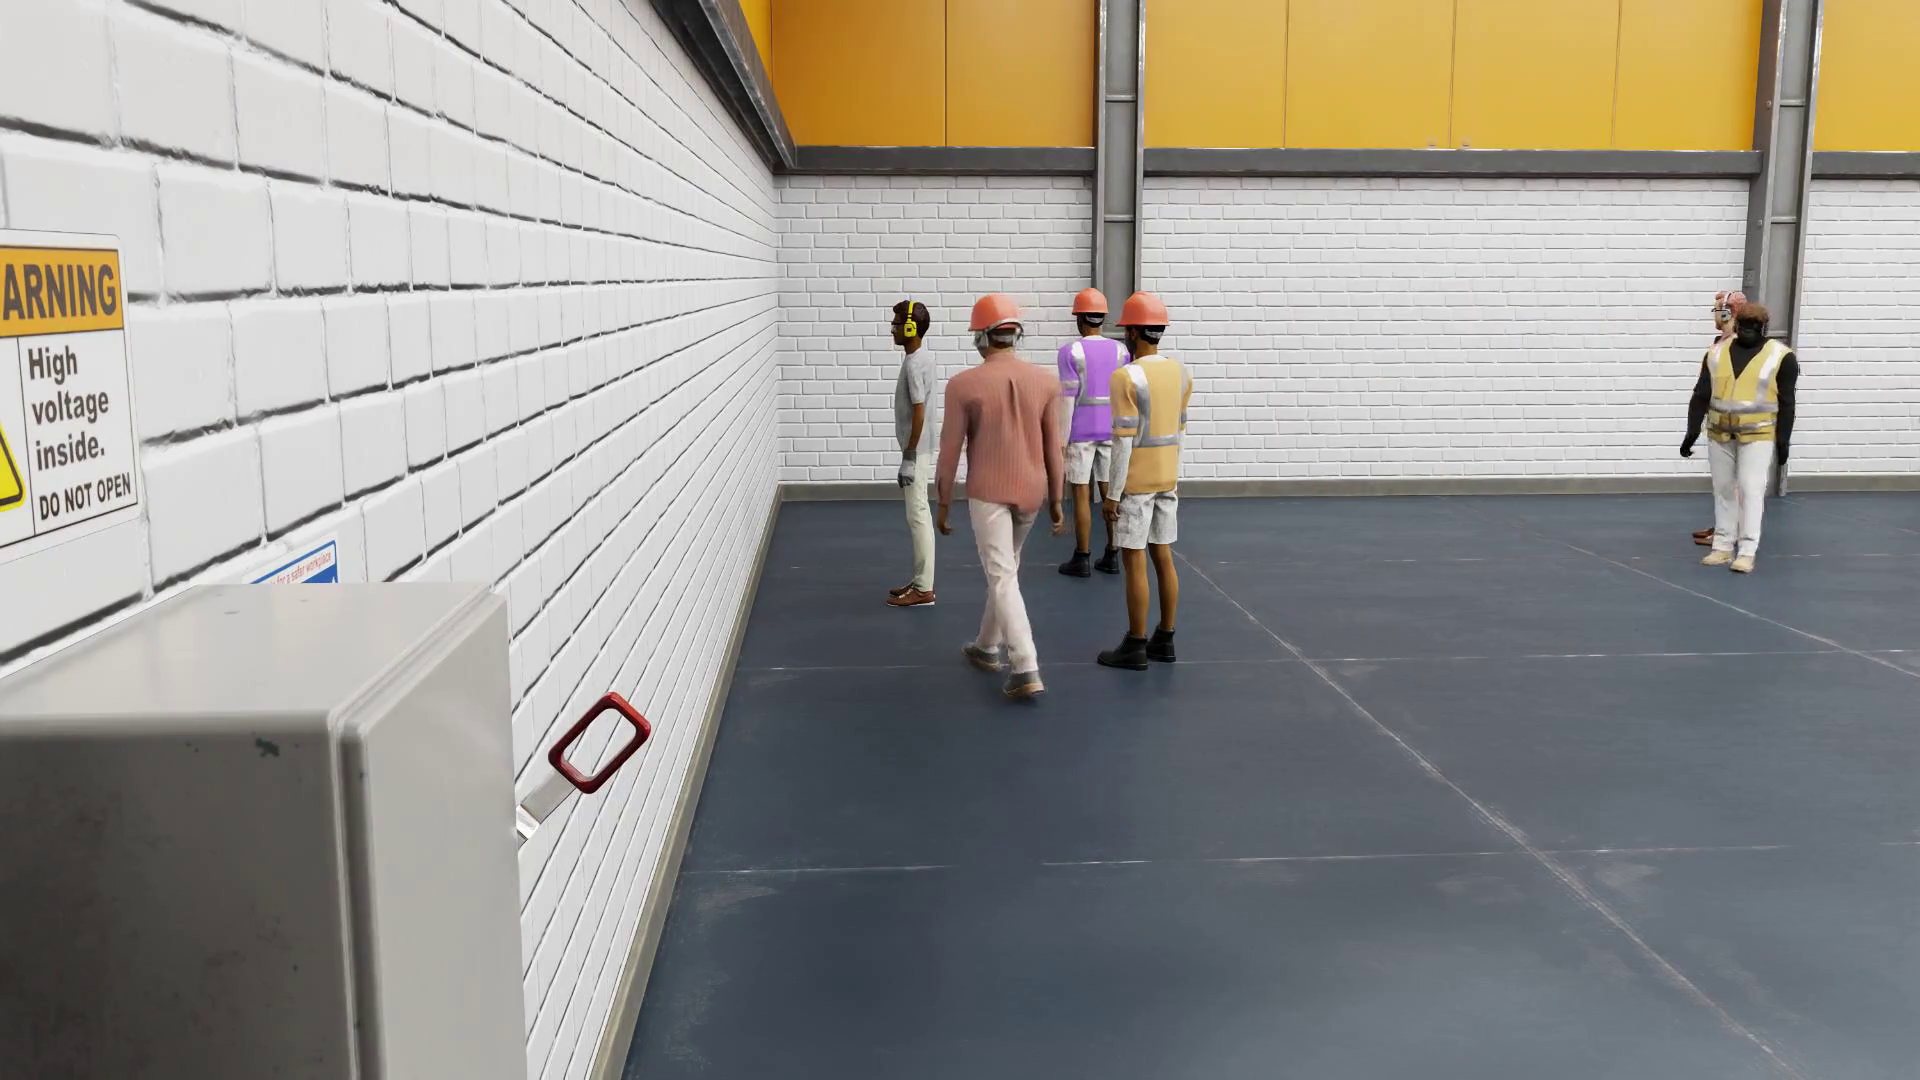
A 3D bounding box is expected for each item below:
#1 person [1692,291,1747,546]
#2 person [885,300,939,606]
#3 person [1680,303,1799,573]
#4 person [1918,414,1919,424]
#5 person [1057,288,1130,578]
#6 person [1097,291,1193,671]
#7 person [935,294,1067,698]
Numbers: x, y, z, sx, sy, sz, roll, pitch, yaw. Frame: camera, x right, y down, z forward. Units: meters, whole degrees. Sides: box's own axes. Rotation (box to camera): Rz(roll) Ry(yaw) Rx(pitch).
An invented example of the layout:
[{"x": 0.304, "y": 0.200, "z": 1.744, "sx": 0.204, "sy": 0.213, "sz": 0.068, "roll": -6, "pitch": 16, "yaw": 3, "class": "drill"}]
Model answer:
[{"x": 5.731, "y": -0.905, "z": 12.473, "sx": 0.399, "sy": 1.905, "sz": 0.642, "roll": 4, "pitch": 10, "yaw": 24, "class": "person"}, {"x": -0.296, "y": -0.527, "z": 10.205, "sx": 0.329, "sy": 1.872, "sz": 0.507, "roll": 1, "pitch": 9, "yaw": 4, "class": "person"}, {"x": 5.296, "y": -0.693, "z": 11.401, "sx": 0.636, "sy": 1.827, "sz": 0.656, "roll": -8, "pitch": 12, "yaw": -41, "class": "person"}, {"x": 8.738, "y": -1.102, "z": 14.639, "sx": 0.533, "sy": 1.648, "sz": 0.435, "roll": 4, "pitch": 10, "yaw": 25, "class": "person"}, {"x": 0.867, "y": -0.718, "z": 11.192, "sx": 0.551, "sy": 1.934, "sz": 0.373, "roll": -5, "pitch": 10, "yaw": -28, "class": "person"}, {"x": 0.936, "y": -0.299, "z": 8.556, "sx": 0.545, "sy": 1.939, "sz": 0.354, "roll": -9, "pitch": 12, "yaw": -43, "class": "person"}, {"x": 0.209, "y": -0.229, "z": 8.155, "sx": 0.619, "sy": 1.939, "sz": 1.057, "roll": -4, "pitch": 10, "yaw": -26, "class": "person"}]
